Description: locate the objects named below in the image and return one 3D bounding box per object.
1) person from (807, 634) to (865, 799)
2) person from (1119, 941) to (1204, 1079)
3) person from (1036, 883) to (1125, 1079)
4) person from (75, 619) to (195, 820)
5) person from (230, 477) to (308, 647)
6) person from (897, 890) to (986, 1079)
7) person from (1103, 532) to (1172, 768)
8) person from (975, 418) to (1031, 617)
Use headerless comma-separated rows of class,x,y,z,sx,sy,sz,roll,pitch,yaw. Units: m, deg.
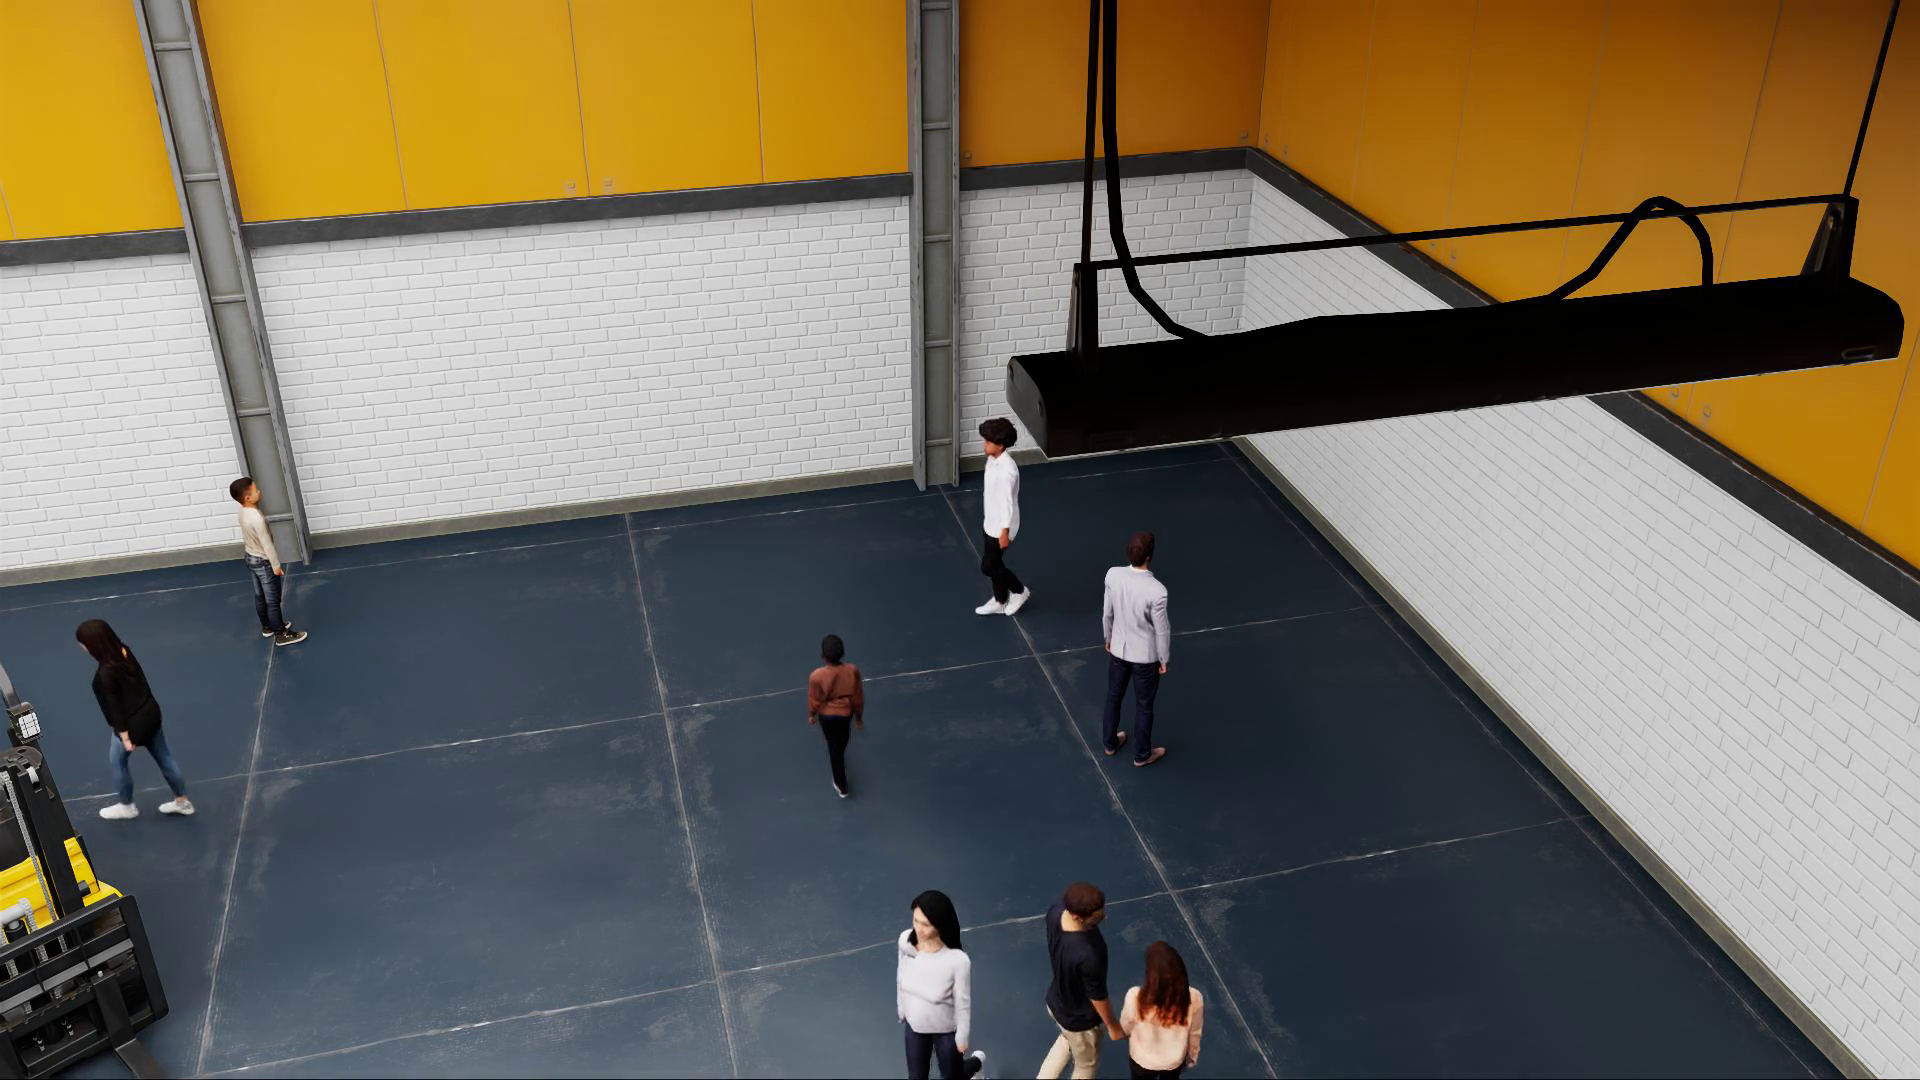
person,-0.855,1.254,11.646,0.751,1.235,0.621,-9,30,-16
person,1.026,2.722,8.711,0.582,1.469,0.684,2,29,3
person,0.569,2.503,8.746,0.799,1.819,0.776,-18,33,-30
person,-5.529,1.229,11.293,0.927,1.618,0.761,3,29,6
person,-5.632,0.163,13.406,0.648,1.465,0.626,-25,38,-38
person,-0.081,2.517,8.860,0.943,1.686,1.002,16,32,26
person,1.248,0.771,11.888,0.763,1.852,0.789,20,35,32
person,0.401,-0.167,13.662,0.660,1.799,0.639,-8,30,-14
